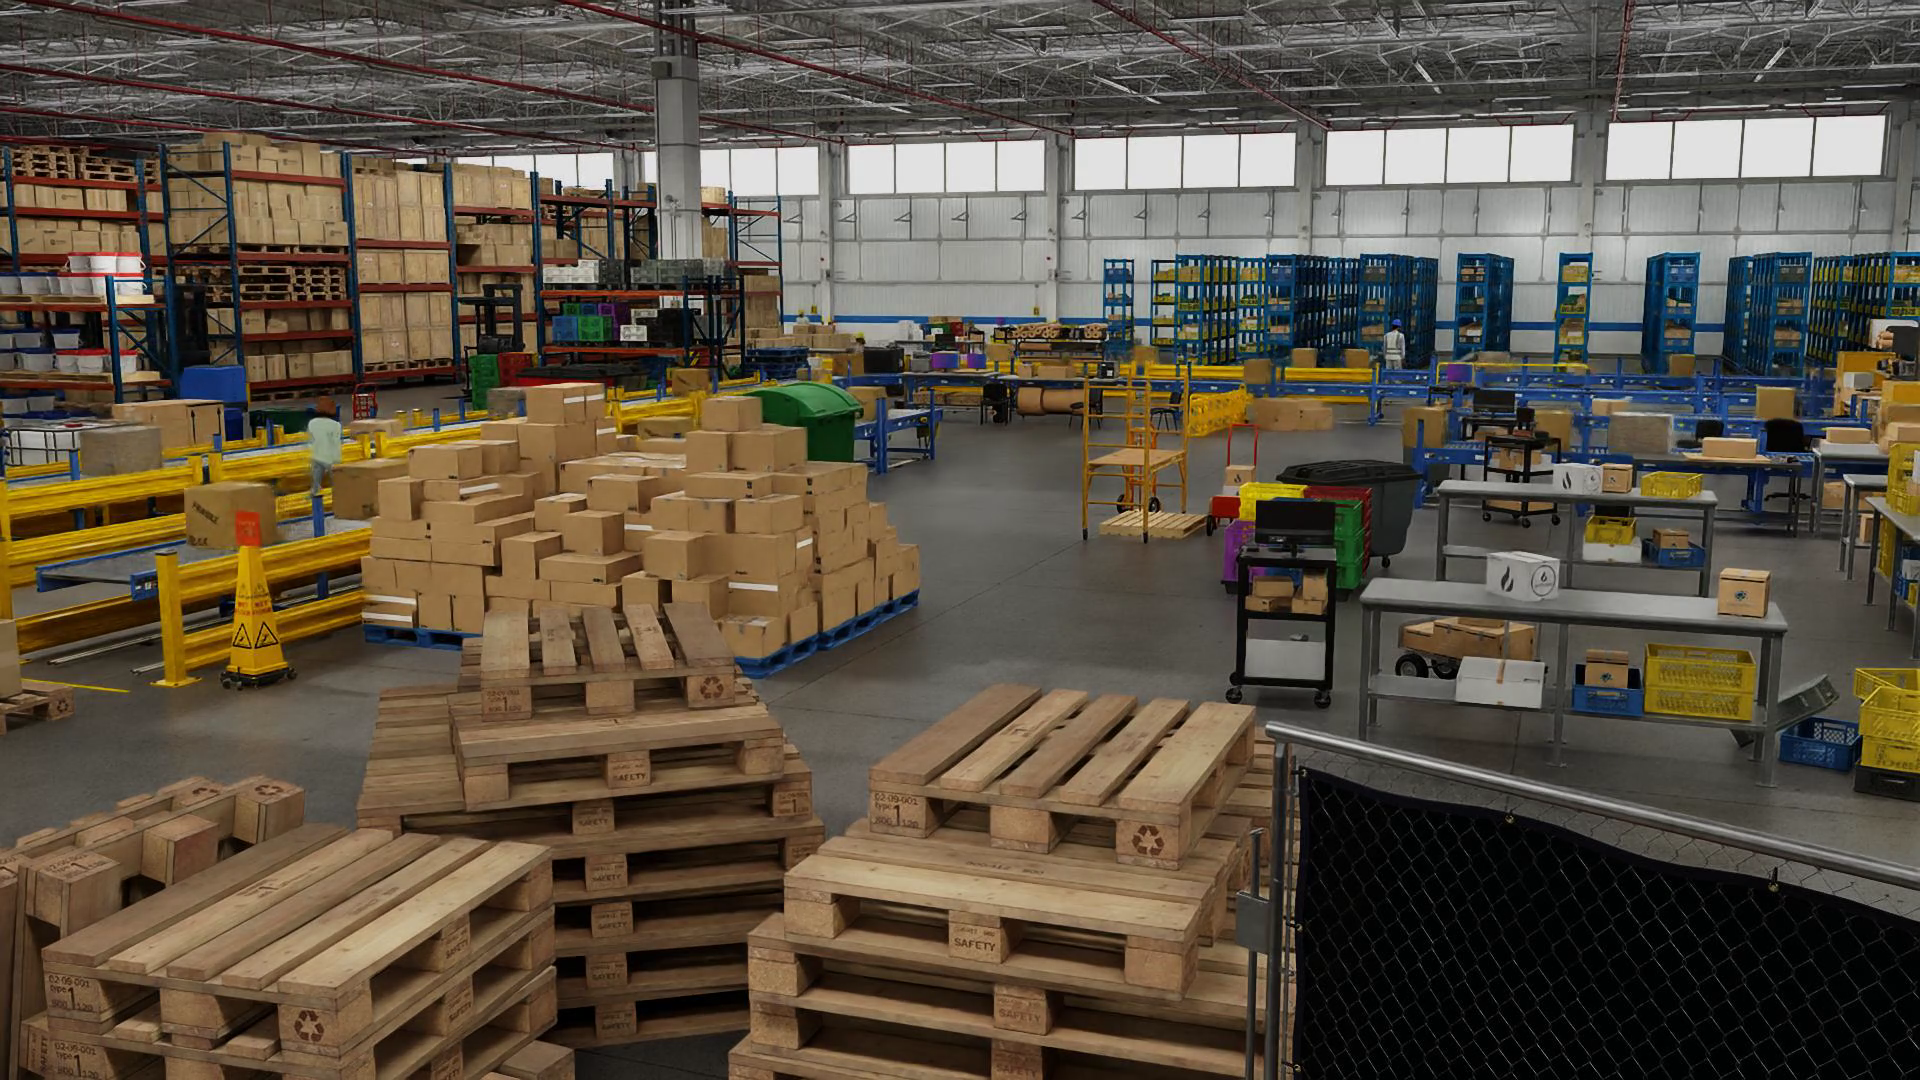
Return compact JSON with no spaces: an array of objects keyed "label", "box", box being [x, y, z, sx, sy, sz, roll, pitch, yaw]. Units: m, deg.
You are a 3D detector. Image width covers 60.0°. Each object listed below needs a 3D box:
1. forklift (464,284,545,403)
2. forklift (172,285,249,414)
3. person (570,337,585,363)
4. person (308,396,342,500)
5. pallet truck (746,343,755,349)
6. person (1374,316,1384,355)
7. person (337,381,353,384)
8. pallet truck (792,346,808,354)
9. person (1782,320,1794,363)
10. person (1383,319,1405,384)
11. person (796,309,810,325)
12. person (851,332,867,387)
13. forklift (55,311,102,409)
[{"label":"forklift","box":[-10.832,-4.702,39.610,1.129,2.768,1.873,3,10,20]},{"label":"forklift","box":[-16.414,-4.056,35.559,1.873,2.768,1.129,2,9,11]},{"label":"person","box":[-11.345,-5.611,49.114,0.539,1.672,0.724,2,9,14]},{"label":"person","box":[-7.593,-0.937,20.015,0.501,1.586,0.859,3,9,17]},{"label":"pallet truck","box":[-6.183,-4.618,44.264,1.601,1.201,0.680,-9,12,-43]},{"label":"person","box":[12.981,-6.093,51.684,0.418,1.818,0.595,1,9,8]},{"label":"person","box":[-17.221,-5.291,46.322,0.551,1.936,0.415,-1,9,-6]},{"label":"pallet truck","box":[-3.705,-4.298,42.022,0.653,1.274,1.630,3,10,20]},{"label":"person","box":[23.409,-5.370,47.068,0.388,1.837,0.564,0,9,2]},{"label":"person","box":[10.840,-4.531,41.478,0.394,1.942,0.601,-8,12,-42]},{"label":"person","box":[-6.071,-8.112,64.696,0.587,1.704,0.878,3,10,18]},{"label":"person","box":[-2.449,-3.991,38.767,0.866,1.733,0.534,1,9,6]},{"label":"forklift","box":[-19.704,-4.322,37.228,1.873,2.768,1.129,3,10,19]}]
